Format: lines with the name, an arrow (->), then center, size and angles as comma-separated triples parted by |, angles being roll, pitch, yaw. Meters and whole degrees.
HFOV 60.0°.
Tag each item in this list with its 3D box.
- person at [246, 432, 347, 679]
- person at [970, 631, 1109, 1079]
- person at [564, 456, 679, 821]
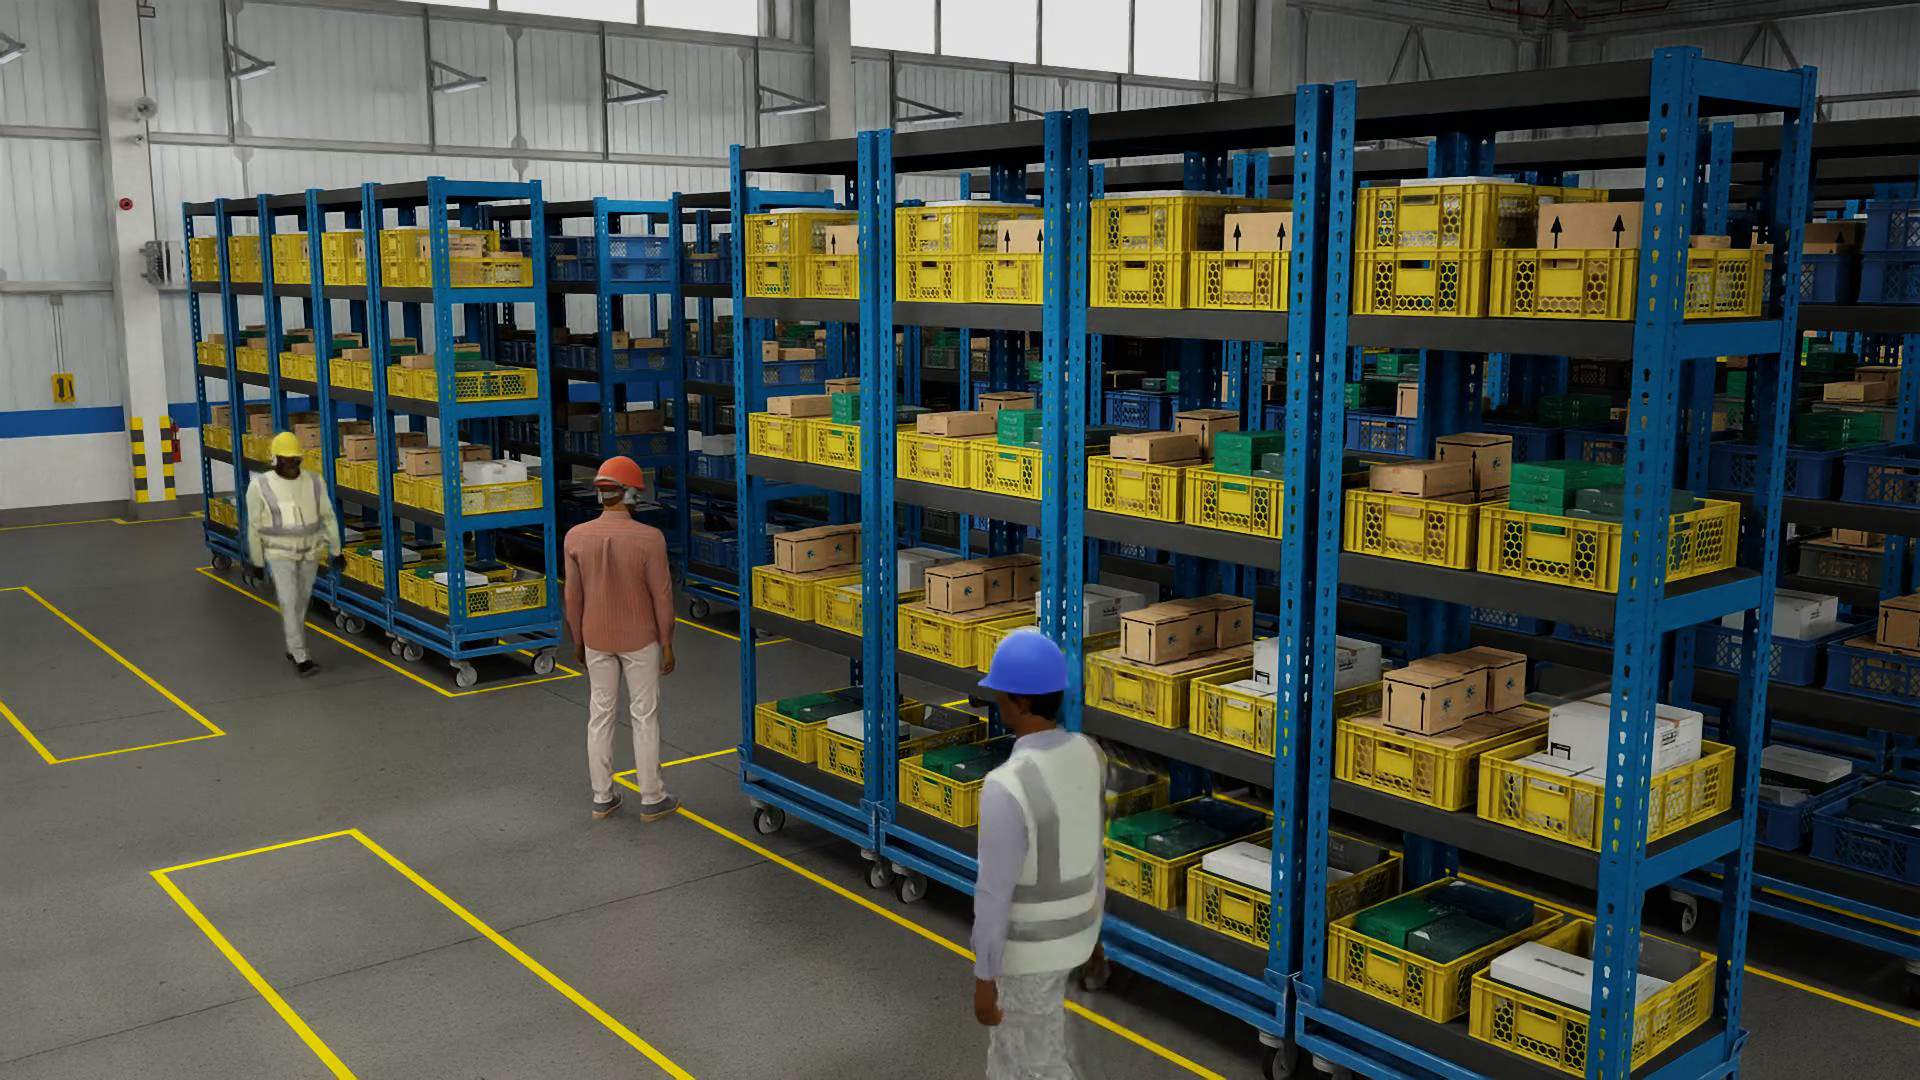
person -> -4.829, 0.105, 12.203 | 0.883, 1.787, 0.609 | 9, 13, 42
person -> 0.305, 1.230, 5.100 | 0.920, 1.916, 0.617 | 6, 11, 32
person -> -1.826, 0.539, 9.023 | 0.610, 1.986, 0.392 | 2, 10, 12
